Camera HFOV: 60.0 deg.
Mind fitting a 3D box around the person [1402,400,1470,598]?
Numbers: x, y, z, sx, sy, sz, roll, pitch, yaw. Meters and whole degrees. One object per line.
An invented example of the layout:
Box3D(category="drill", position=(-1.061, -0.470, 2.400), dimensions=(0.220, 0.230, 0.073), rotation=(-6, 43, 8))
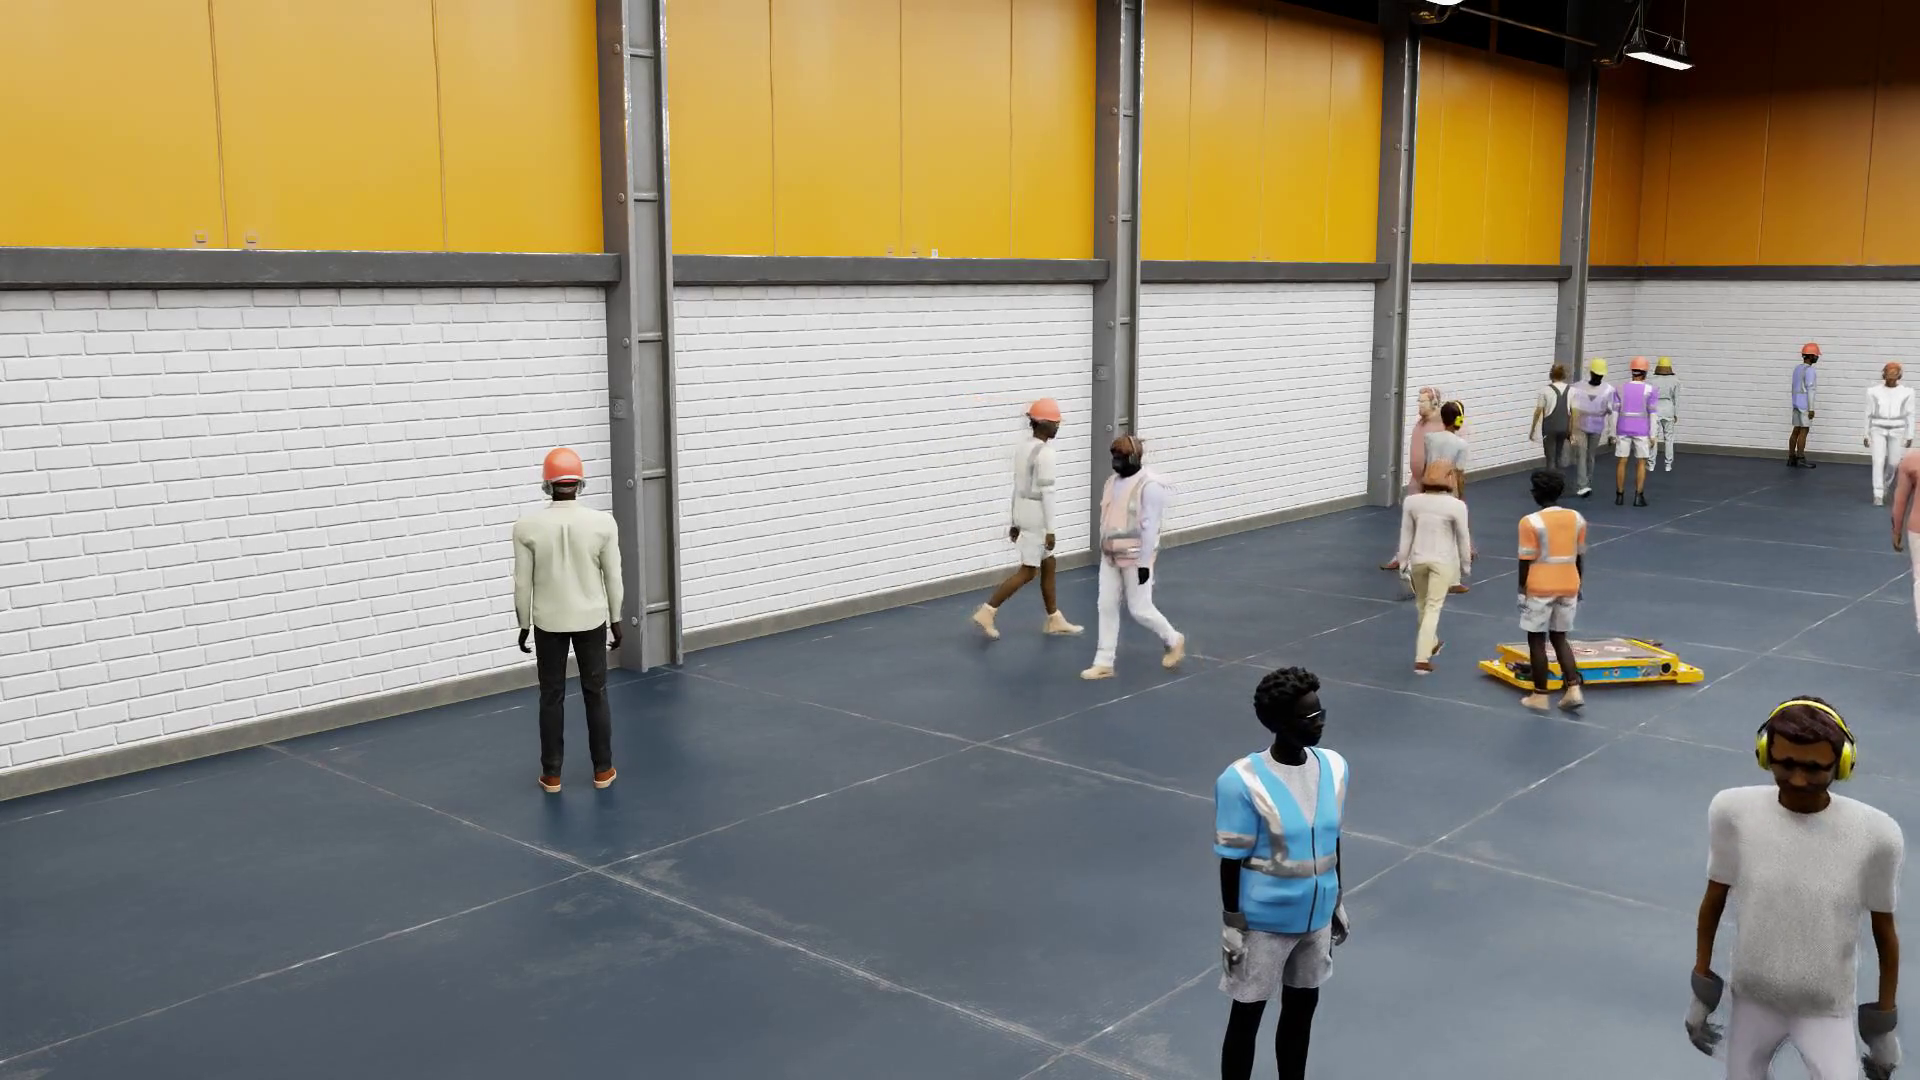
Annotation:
Box3D(category="person", position=(4.415, -0.367, 15.332), dimensions=(0.832, 1.835, 0.531), rotation=(-8, 12, -41))

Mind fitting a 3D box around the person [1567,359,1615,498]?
Box3D(category="person", position=(8.433, -1.484, 22.229), dimensions=(0.603, 1.862, 0.965), rotation=(3, 10, 21))

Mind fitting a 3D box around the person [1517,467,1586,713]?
Box3D(category="person", position=(4.039, 0.349, 11.310), dimensions=(0.540, 1.669, 0.474), rotation=(-3, 10, -18))

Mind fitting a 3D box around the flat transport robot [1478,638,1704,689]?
Box3D(category="flat transport robot", position=(4.634, 0.903, 12.228), dimensions=(1.431, 0.197, 0.652), rotation=(-2, 9, -11))

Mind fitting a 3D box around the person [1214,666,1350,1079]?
Box3D(category="person", position=(1.081, 1.252, 5.560), dimensions=(0.541, 1.700, 0.315), rotation=(-5, 10, -28))

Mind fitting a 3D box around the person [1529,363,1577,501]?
Box3D(category="person", position=(7.864, -1.443, 22.117), dimensions=(0.514, 1.821, 0.715), rotation=(-1, 9, -7))

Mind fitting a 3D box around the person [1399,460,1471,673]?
Box3D(category="person", position=(3.613, 0.186, 12.630), dimensions=(0.506, 1.585, 0.864), rotation=(7, 11, 37))

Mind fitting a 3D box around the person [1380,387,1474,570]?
Box3D(category="person", position=(4.779, -0.612, 16.762), dimensions=(0.958, 1.871, 0.642), rotation=(-3, 10, -19))

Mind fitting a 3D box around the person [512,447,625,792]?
Box3D(category="person", position=(-2.251, 0.461, 9.600), dimensions=(0.620, 1.997, 0.372), rotation=(-2, 9, -15))

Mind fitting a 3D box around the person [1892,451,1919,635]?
Box3D(category="person", position=(7.770, -0.083, 13.226), dimensions=(0.622, 1.941, 1.031), rotation=(4, 10, 23))

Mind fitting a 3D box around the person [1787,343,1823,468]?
Box3D(category="person", position=(13.096, -2.081, 25.746), dimensions=(0.363, 1.935, 0.553), rotation=(0, 9, 1))

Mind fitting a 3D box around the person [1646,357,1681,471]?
Box3D(category="person", position=(10.698, -1.922, 25.362), dimensions=(0.493, 1.742, 0.299), rotation=(2, 9, 11))

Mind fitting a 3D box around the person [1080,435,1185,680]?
Box3D(category="person", position=(1.288, 0.126, 12.279), dimensions=(0.765, 1.817, 0.634), rotation=(-6, 11, -34))

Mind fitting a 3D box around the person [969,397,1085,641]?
Box3D(category="person", position=(0.537, -0.168, 13.553), dimensions=(0.977, 2.009, 0.614), rotation=(-2, 9, -14))

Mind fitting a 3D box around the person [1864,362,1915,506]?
Box3D(category="person", position=(12.096, -1.398, 21.691), dimensions=(0.576, 1.866, 0.723), rotation=(4, 10, 25))

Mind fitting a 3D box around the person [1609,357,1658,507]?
Box3D(category="person", position=(8.685, -1.391, 21.483), dimensions=(0.595, 1.928, 0.450), rotation=(6, 11, 33))

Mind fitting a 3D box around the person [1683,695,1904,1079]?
Box3D(category="person", position=(2.340, 1.320, 4.707), dimensions=(0.552, 1.844, 0.443), rotation=(7, 12, 38))
